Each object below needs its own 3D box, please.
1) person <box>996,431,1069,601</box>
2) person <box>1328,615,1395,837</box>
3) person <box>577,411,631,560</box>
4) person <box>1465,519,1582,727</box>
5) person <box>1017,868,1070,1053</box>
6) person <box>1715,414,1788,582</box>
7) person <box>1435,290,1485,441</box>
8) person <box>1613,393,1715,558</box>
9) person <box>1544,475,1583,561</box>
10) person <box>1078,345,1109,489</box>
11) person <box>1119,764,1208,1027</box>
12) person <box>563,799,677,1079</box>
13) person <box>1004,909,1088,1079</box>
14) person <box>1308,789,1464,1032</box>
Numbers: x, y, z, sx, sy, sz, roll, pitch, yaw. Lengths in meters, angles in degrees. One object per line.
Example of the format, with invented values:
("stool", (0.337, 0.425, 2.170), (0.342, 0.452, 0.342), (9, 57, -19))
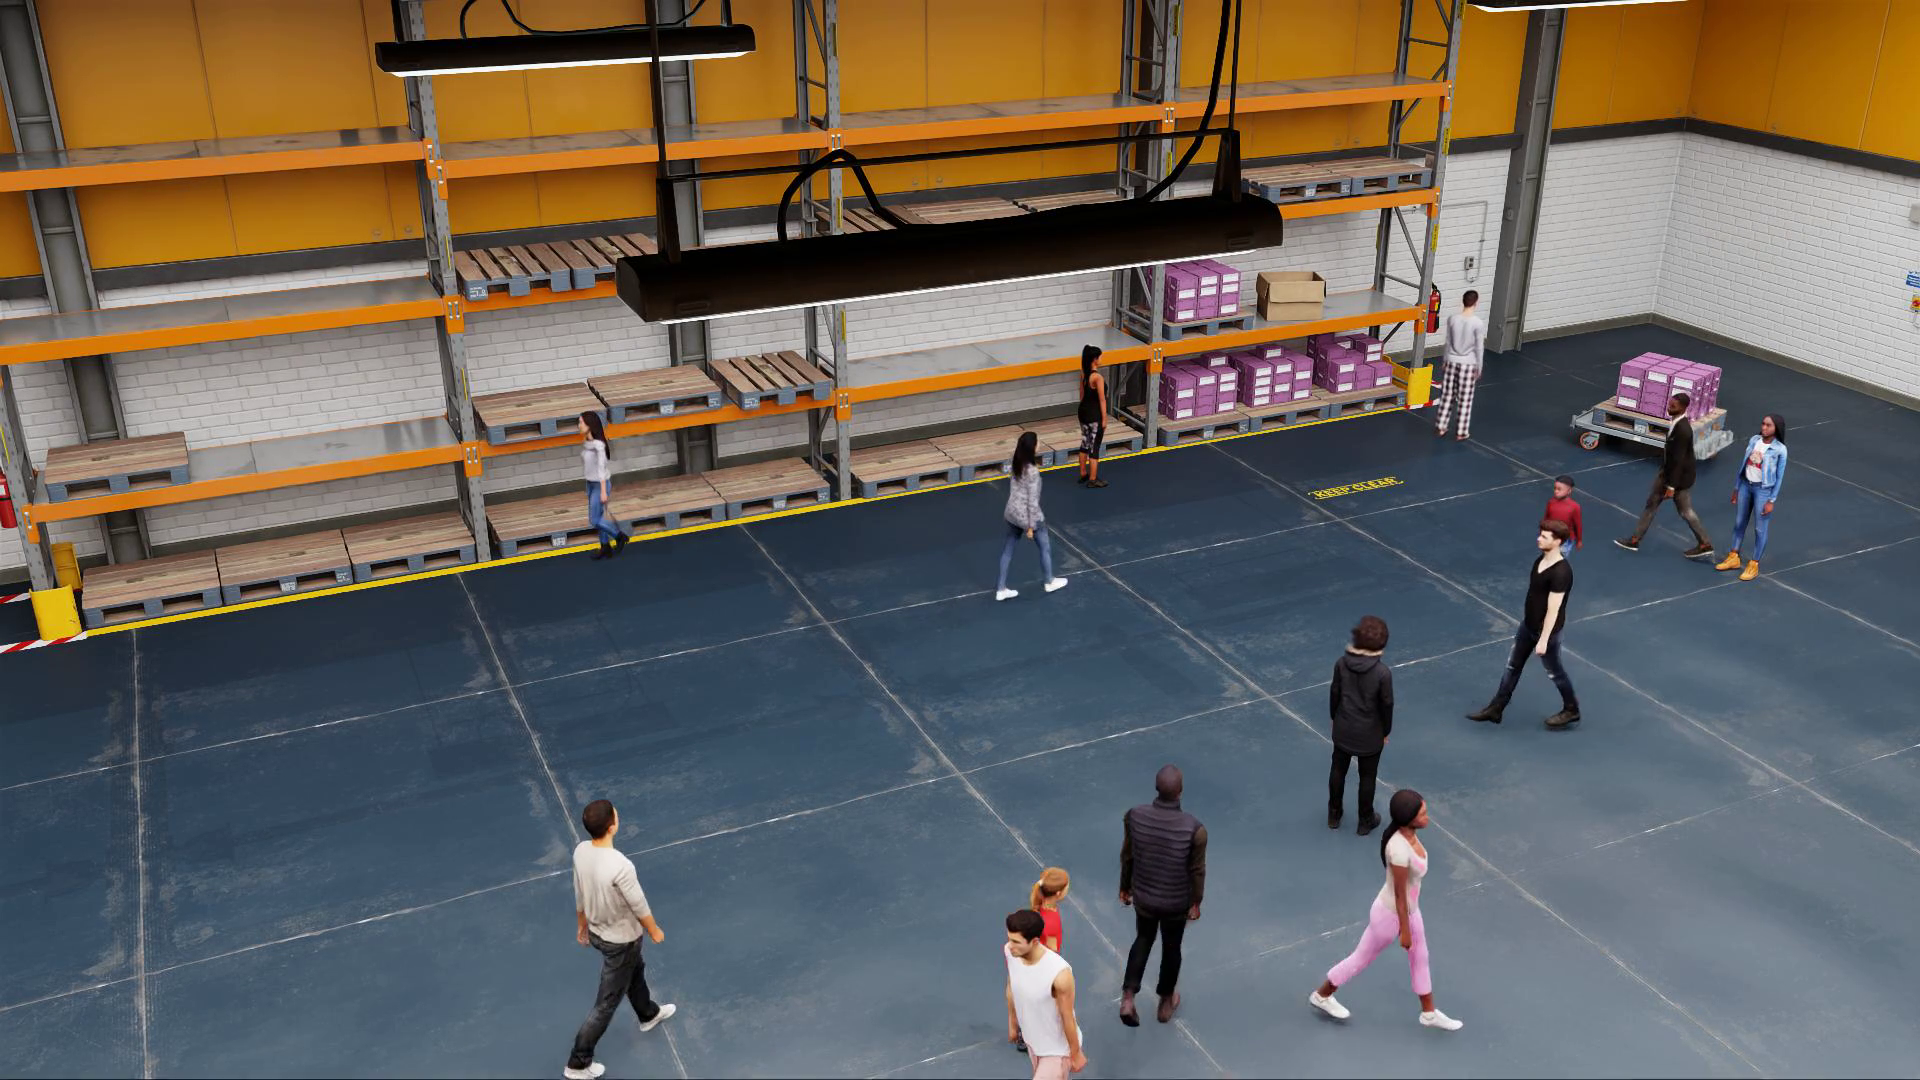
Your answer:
("person", (0.538, -0.196, 16.012), (1.036, 1.700, 0.744), (-17, 29, -34))
("person", (2.961, 1.372, 12.325), (0.738, 1.781, 0.773), (14, 27, 29))
("person", (-3.604, -0.546, 16.918), (0.649, 1.617, 0.629), (-12, 26, -26))
("person", (4.889, 0.740, 13.681), (1.297, 1.852, 0.996), (-1, 24, -2))
("person", (0.441, 2.581, 10.173), (0.656, 1.290, 0.641), (2, 24, 4))
("person", (7.947, -0.450, 16.580), (0.518, 1.712, 0.608), (-12, 26, -26))
("person", (6.111, -2.142, 20.283), (0.709, 1.845, 0.678), (19, 30, 36))
("person", (7.380, -0.617, 16.913), (1.321, 1.751, 1.129), (5, 24, 11))
("person", (5.926, -0.053, 16.259), (0.643, 1.241, 0.564), (-17, 29, -34))
("person", (1.492, -1.418, 18.849), (0.535, 1.668, 0.596), (-14, 27, -28))
("person", (1.205, 2.260, 10.249), (0.978, 1.817, 1.061), (12, 26, 25))
("person", (-2.132, 2.416, 9.945), (0.944, 1.774, 1.231), (19, 30, 37))
("person", (0.554, 2.752, 9.219), (0.962, 1.740, 0.742), (-16, 28, -32))
("person", (2.589, 2.309, 10.291), (1.198, 1.694, 1.129), (8, 25, 18))
